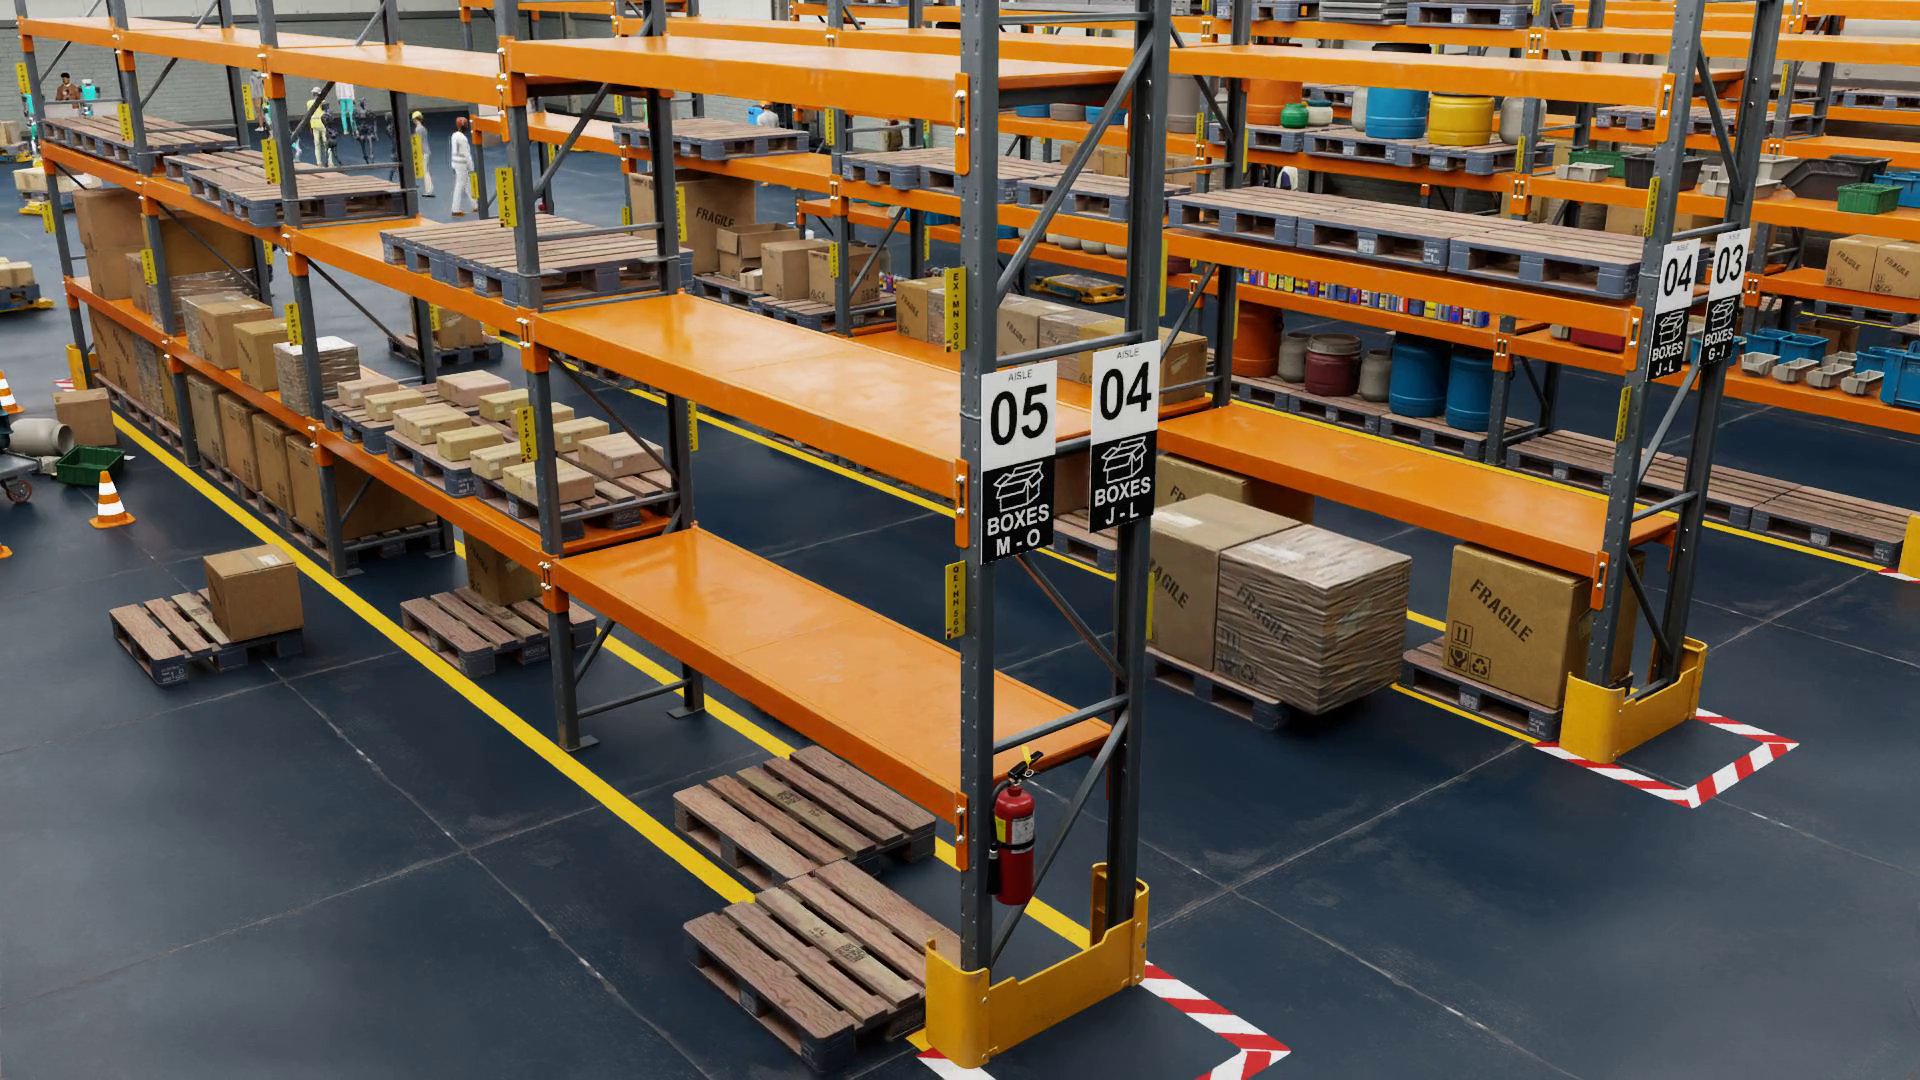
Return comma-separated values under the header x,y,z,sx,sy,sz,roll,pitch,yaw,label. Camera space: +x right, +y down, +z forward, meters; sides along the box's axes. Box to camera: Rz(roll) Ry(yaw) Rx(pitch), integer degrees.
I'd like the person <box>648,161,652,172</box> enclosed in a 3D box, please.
x,y,z,sx,sy,sz,roll,pitch,yaw,label
-5.104,-5.934,28.268,0.366,1.966,0.607,-3,20,-9,person

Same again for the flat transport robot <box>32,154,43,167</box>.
x,y,z,sx,sy,sz,roll,pitch,yaw,label
-21.809,-9.077,39.768,0.659,0.231,1.431,-10,22,-26,flat transport robot

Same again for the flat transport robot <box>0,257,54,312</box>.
x,y,z,sx,sy,sz,roll,pitch,yaw,label
-13.599,-3.291,23.303,0.659,0.231,1.431,16,25,38,flat transport robot

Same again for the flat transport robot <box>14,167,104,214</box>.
x,y,z,sx,sy,sz,roll,pitch,yaw,label
-17.705,-6.616,32.764,0.659,0.231,1.431,7,20,18,flat transport robot

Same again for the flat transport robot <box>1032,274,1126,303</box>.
x,y,z,sx,sy,sz,roll,pitch,yaw,label
1.756,-3.696,24.455,0.659,0.231,1.431,-14,24,-34,flat transport robot

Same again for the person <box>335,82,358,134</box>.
x,y,z,sx,sy,sz,roll,pitch,yaw,label
-17.203,-12.349,46.602,0.489,1.917,0.372,1,19,2,person

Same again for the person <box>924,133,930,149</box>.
x,y,z,sx,sy,sz,roll,pitch,yaw,label
-0.795,-7.446,32.905,0.486,1.740,0.330,11,22,29,person

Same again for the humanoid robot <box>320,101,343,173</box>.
x,y,z,sx,sy,sz,roll,pitch,yaw,label
-14.466,-9.225,38.109,0.592,1.620,0.612,-3,20,-7,humanoid robot

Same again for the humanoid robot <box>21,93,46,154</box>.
x,y,z,sx,sy,sz,roll,pitch,yaw,label
-22.754,-10.244,40.950,0.533,1.820,0.764,-16,25,-39,humanoid robot

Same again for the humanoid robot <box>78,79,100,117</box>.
x,y,z,sx,sy,sz,roll,pitch,yaw,label
-22.749,-11.191,43.700,0.568,1.848,0.860,-6,20,-17,humanoid robot

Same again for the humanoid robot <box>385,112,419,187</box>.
x,y,z,sx,sy,sz,roll,pitch,yaw,label
-12.052,-8.310,35.523,0.778,1.622,0.611,-2,19,-6,humanoid robot

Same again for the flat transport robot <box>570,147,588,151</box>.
x,y,z,sx,sy,sz,roll,pitch,yaw,label
-9.523,-10.263,43.144,0.659,0.231,1.431,11,22,28,flat transport robot

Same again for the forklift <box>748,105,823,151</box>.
x,y,z,sx,sy,sz,roll,pitch,yaw,label
-4.526,-11.368,42.374,1.129,2.768,1.873,-15,24,-37,forklift

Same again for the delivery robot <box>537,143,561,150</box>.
x,y,z,sx,sy,sz,roll,pitch,yaw,label
-10.550,-10.295,42.815,0.499,0.602,0.802,-12,23,-31,delivery robot

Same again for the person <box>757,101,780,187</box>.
x,y,z,sx,sy,sz,roll,pitch,yaw,label
-4.143,-8.586,35.936,0.569,1.889,0.389,-11,22,-28,person

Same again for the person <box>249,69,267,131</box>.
x,y,z,sx,sy,sz,roll,pitch,yaw,label
-20.017,-12.652,47.521,0.399,1.877,0.496,13,23,32,person

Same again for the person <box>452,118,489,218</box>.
x,y,z,sx,sy,sz,roll,pitch,yaw,label
-9.431,-7.126,31.815,0.864,1.853,0.620,-12,23,-30,person

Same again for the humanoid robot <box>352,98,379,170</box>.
x,y,z,sx,sy,sz,roll,pitch,yaw,label
-13.885,-9.476,38.815,0.601,1.629,0.733,-4,20,-11,humanoid robot

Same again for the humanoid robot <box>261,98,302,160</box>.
x,y,z,sx,sy,sz,roll,pitch,yaw,label
-15.349,-9.144,37.733,0.959,1.738,0.554,12,22,30,humanoid robot

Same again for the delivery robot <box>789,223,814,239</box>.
x,y,z,sx,sy,sz,roll,pitch,yaw,label
-2.824,-4.960,27.639,0.777,0.606,0.524,-8,21,-23,delivery robot

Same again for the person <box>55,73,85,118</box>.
x,y,z,sx,sy,sz,roll,pitch,yaw,label
-23.651,-11.488,44.237,0.794,1.855,0.392,-4,20,-10,person

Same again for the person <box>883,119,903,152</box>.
x,y,z,sx,sy,sz,roll,pitch,yaw,label
-1.301,-7.936,34.321,0.561,1.716,0.890,-17,26,-40,person

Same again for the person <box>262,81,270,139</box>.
x,y,z,sx,sy,sz,roll,pitch,yaw,label
-18.579,-11.577,44.740,0.323,1.688,0.528,-6,20,-17,person

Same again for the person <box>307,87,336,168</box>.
x,y,z,sx,sy,sz,roll,pitch,yaw,label
-14.864,-9.548,38.665,0.546,1.890,0.382,1,19,3,person

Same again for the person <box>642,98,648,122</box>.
x,y,z,sx,sy,sz,roll,pitch,yaw,label
-7.536,-10.273,40.670,0.491,1.942,0.925,-10,22,-27,person

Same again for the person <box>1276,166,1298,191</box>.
x,y,z,sx,sy,sz,roll,pitch,yaw,label
5.321,-5.474,27.135,0.390,1.846,0.562,7,21,20,person

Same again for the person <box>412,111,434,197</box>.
x,y,z,sx,sy,sz,roll,pitch,yaw,label
-11.143,-7.984,34.464,0.383,1.717,0.698,-1,19,-3,person

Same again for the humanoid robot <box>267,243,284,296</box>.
x,y,z,sx,sy,sz,roll,pitch,yaw,label
-10.206,-4.409,24.371,0.610,1.639,0.567,2,19,4,humanoid robot

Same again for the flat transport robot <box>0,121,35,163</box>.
x,y,z,sx,sy,sz,roll,pitch,yaw,label
-23.321,-9.301,40.405,1.431,0.231,0.659,-5,20,-14,flat transport robot
